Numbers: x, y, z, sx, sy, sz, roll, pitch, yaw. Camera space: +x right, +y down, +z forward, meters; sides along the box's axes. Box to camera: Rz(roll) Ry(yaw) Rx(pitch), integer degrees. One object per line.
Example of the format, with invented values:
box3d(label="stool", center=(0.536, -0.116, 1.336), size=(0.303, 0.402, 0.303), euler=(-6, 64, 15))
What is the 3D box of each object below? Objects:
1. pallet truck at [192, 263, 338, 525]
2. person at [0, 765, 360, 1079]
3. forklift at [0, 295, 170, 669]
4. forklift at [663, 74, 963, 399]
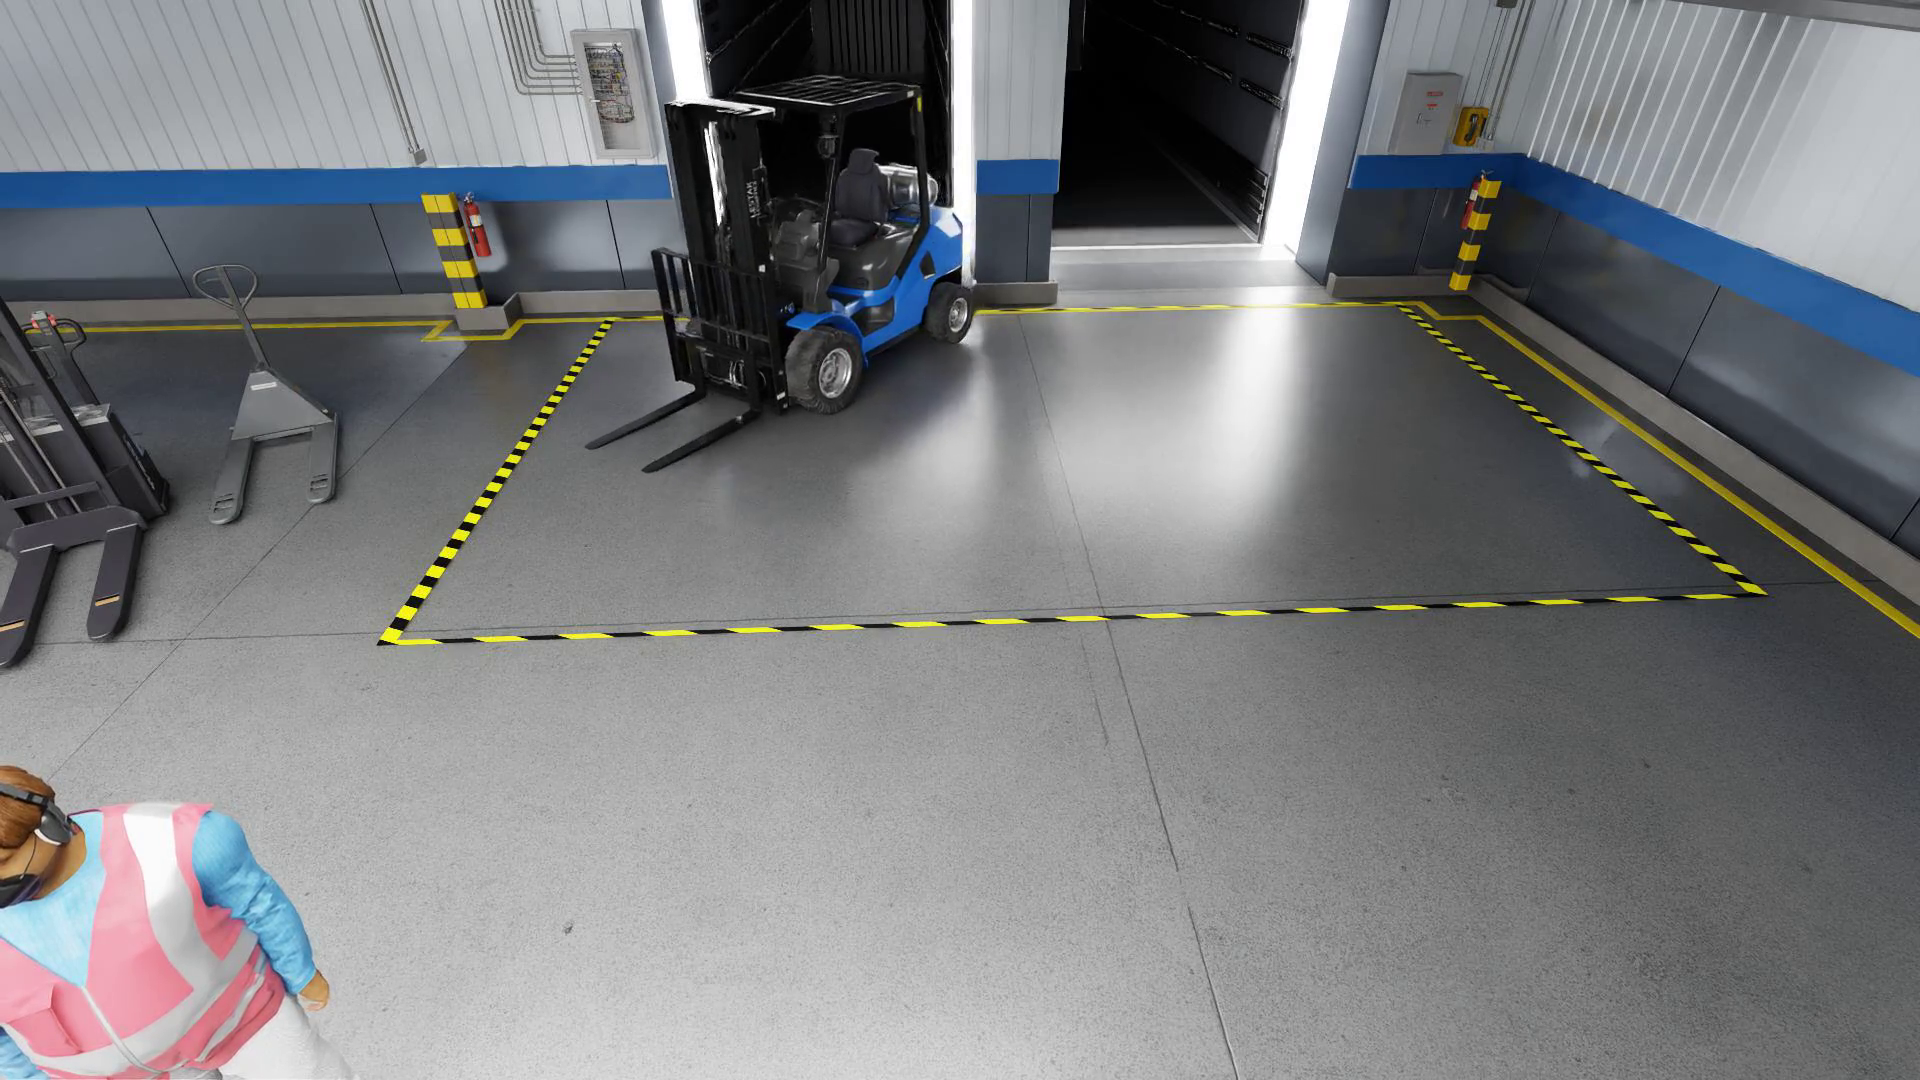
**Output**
box3d(label="pallet truck", center=(-4.778, -1.027, 6.128), size=(0.680, 1.201, 1.601), euler=(-17, 38, -23))
box3d(label="person", center=(-1.991, 1.243, 2.338), size=(0.636, 1.841, 0.429), euler=(-20, 39, -26))
box3d(label="forklift", center=(-5.212, -0.618, 4.878), size=(0.823, 1.965, 1.885), euler=(-20, 39, -26))
box3d(label="forklift", center=(-1.040, -2.525, 7.302), size=(1.157, 2.036, 2.680), euler=(21, 40, 27))
